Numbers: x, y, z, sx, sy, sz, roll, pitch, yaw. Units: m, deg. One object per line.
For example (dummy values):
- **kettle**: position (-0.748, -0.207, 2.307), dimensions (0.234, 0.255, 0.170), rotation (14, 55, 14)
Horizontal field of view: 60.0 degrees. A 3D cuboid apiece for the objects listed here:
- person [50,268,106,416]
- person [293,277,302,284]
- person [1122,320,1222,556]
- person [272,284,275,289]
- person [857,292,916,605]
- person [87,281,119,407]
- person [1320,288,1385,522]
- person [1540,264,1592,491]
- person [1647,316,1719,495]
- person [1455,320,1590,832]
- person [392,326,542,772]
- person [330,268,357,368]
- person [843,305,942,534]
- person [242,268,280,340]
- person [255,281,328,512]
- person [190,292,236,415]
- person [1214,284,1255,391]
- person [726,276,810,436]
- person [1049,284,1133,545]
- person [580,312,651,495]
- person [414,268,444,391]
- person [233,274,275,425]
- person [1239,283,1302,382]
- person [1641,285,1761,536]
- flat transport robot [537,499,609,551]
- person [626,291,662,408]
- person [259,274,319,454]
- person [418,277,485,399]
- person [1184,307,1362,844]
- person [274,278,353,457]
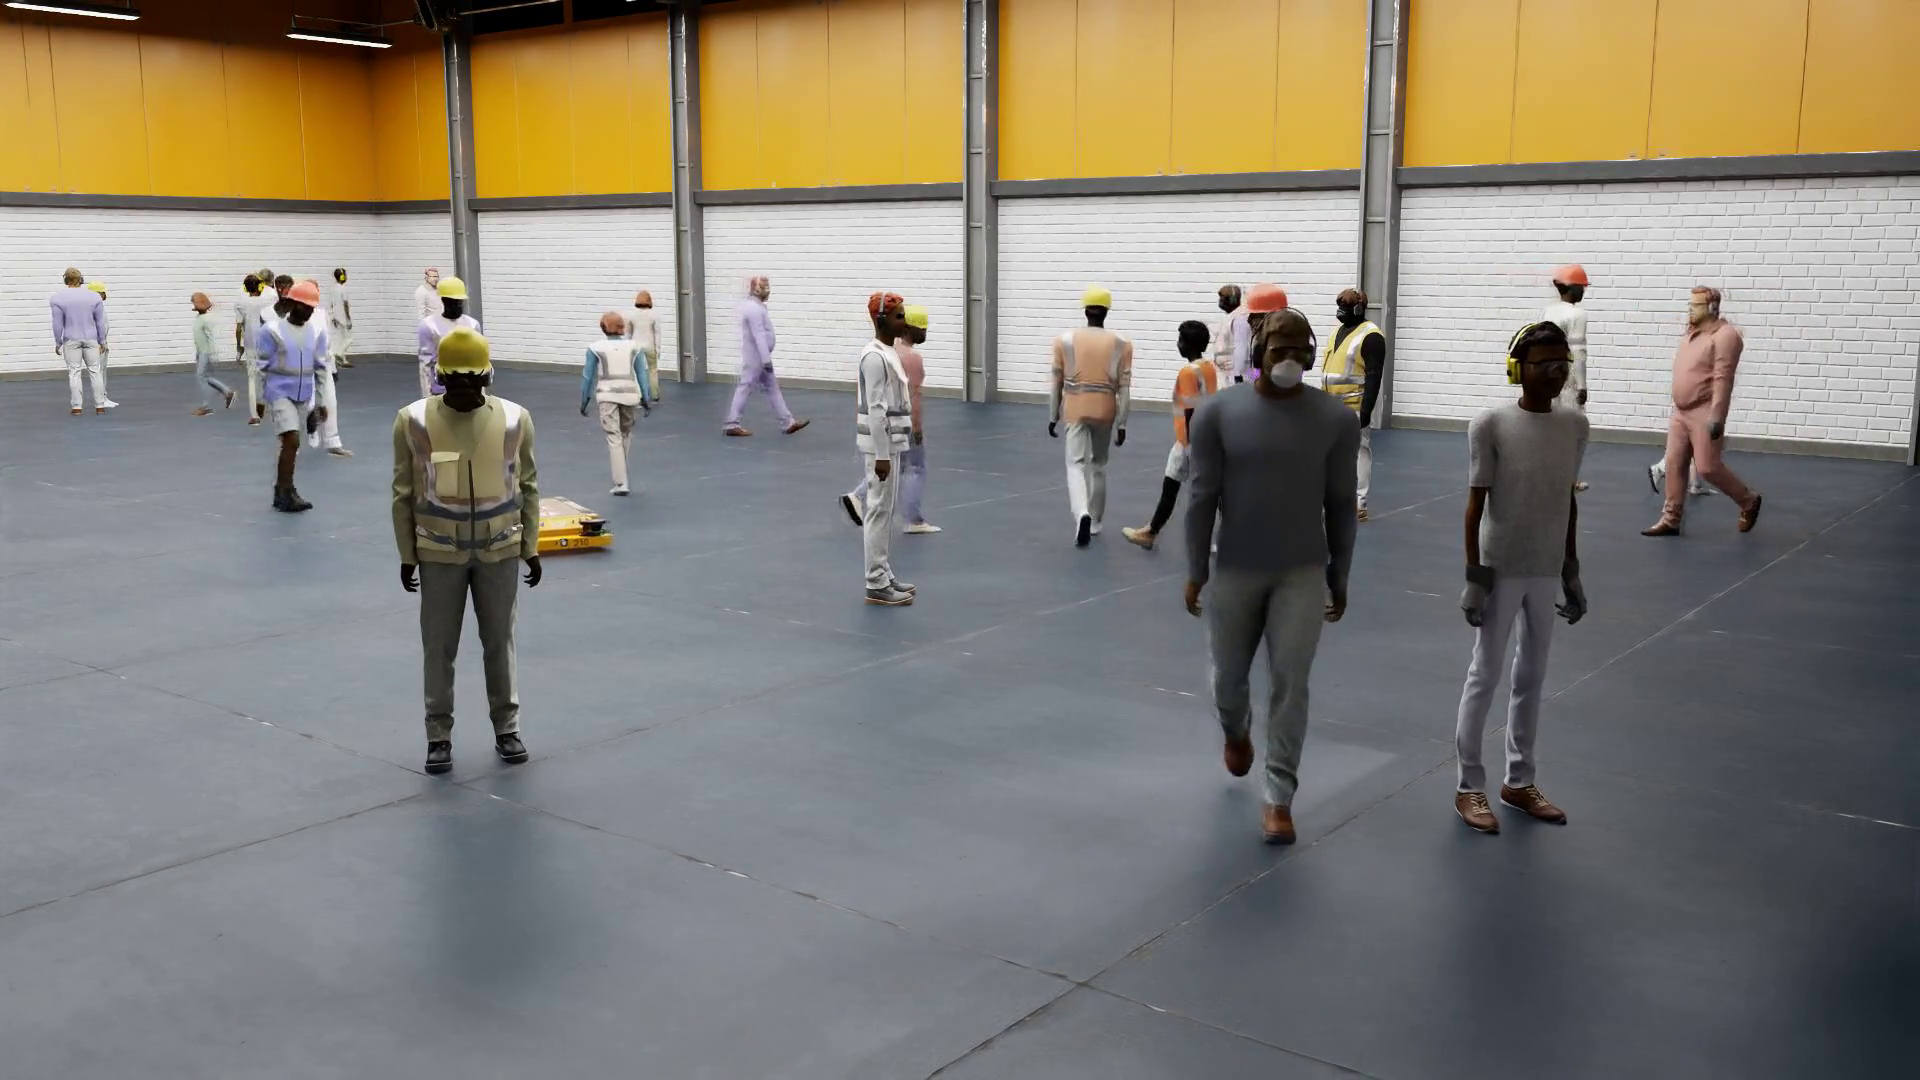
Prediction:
- **person**: position (-11.532, -2.584, 21.795), dimensions (0.627, 1.923, 0.370), rotation (-7, 12, -35)
- **person**: position (-9.936, -3.061, 25.023), dimensions (0.321, 1.767, 0.533), rotation (-6, 12, -32)
- **person**: position (1.603, -0.712, 11.667), dimensions (0.881, 1.641, 0.550), rotation (6, 11, 31)
- **person**: position (-11.392, -3.446, 27.471), dimensions (0.318, 1.697, 0.535), rotation (-9, 13, -43)
- **person**: position (-0.447, -0.553, 10.081), dimensions (0.349, 1.882, 0.584), rotation (1, 10, 4)
- **person**: position (-11.885, -2.703, 23.006), dimensions (0.294, 1.744, 0.487), rotation (-3, 10, -17)
- **person**: position (3.068, -1.061, 13.165), dimensions (0.429, 1.844, 0.626), rotation (-4, 11, -23)
- **person**: position (5.283, -1.416, 14.681), dimensions (0.664, 2.030, 0.623), rotation (-2, 10, -9)
- **person**: position (6.333, -1.168, 14.450), dimensions (0.668, 1.620, 0.523), rotation (-1, 10, -6)
- **person**: position (2.086, 0.133, 6.126), dimensions (0.519, 1.873, 0.335), rotation (-3, 10, -17)
- **person**: position (-2.016, 0.034, 6.842), dimensions (0.589, 1.822, 0.403), rotation (-4, 11, -22)
- **person**: position (-11.404, -4.089, 30.730), dimensions (0.544, 1.860, 0.412), rotation (8, 12, 38)
- **person**: position (-0.503, -0.886, 12.440), dimensions (0.688, 1.735, 0.538), rotation (-5, 11, -25)
- **person**: position (-10.669, -3.223, 25.617), dimensions (0.656, 1.890, 0.870), rotation (2, 10, 14)
- **person**: position (-5.463, -1.174, 13.704), dimensions (0.714, 1.883, 0.550), rotation (7, 12, 35)
- **person**: position (-9.906, -2.462, 21.936), dimensions (0.538, 1.616, 0.503), rotation (-8, 12, -38)
- **person**: position (3.015, -1.819, 17.689), dimensions (0.839, 1.811, 0.641), rotation (-1, 10, -5)
- **person**: position (-2.274, -2.120, 19.288), dimensions (0.999, 1.851, 0.675), rotation (-1, 10, -3)
- **person**: position (0.961, -0.923, 12.211), dimensions (0.599, 1.899, 0.842), rotation (0, 10, 0)
- **person**: position (-3.073, -1.221, 14.787), dimensions (0.560, 1.591, 0.832), rotation (-6, 11, -29)
- **person**: position (-8.162, -3.262, 25.801), dimensions (0.400, 1.905, 0.643), rotation (3, 10, 14)
- **person**: position (-8.696, -2.349, 20.598), dimensions (0.521, 1.863, 0.319), rotation (-5, 11, -27)
- **person**: position (1.898, -0.614, 10.288), dimensions (0.368, 1.933, 0.552), rotation (-2, 10, -10)
- **person**: position (5.555, -0.945, 12.363), dimensions (0.753, 1.888, 0.651), rotation (-2, 10, -11)
- **flat transport robot**: position (-3.112, -0.130, 12.308), dimensions (0.652, 0.197, 1.431), rotation (-5, 11, -27)
- **person**: position (-4.395, -2.659, 23.190), dimensions (0.504, 1.594, 0.830), rotation (-1, 10, -4)
- **person**: position (-7.021, -1.829, 17.464), dimensions (0.596, 1.903, 0.470), rotation (-1, 10, -6)
- **person**: position (-4.403, -1.326, 14.492), dimensions (0.402, 1.913, 0.599), rotation (9, 13, 43)
- **person**: position (1.147, 0.099, 6.165), dimensions (0.637, 1.921, 0.753), rotation (1, 10, 6)
- **person**: position (-6.766, -1.784, 17.326), dimensions (0.770, 1.858, 0.591), rotation (4, 10, 21)
